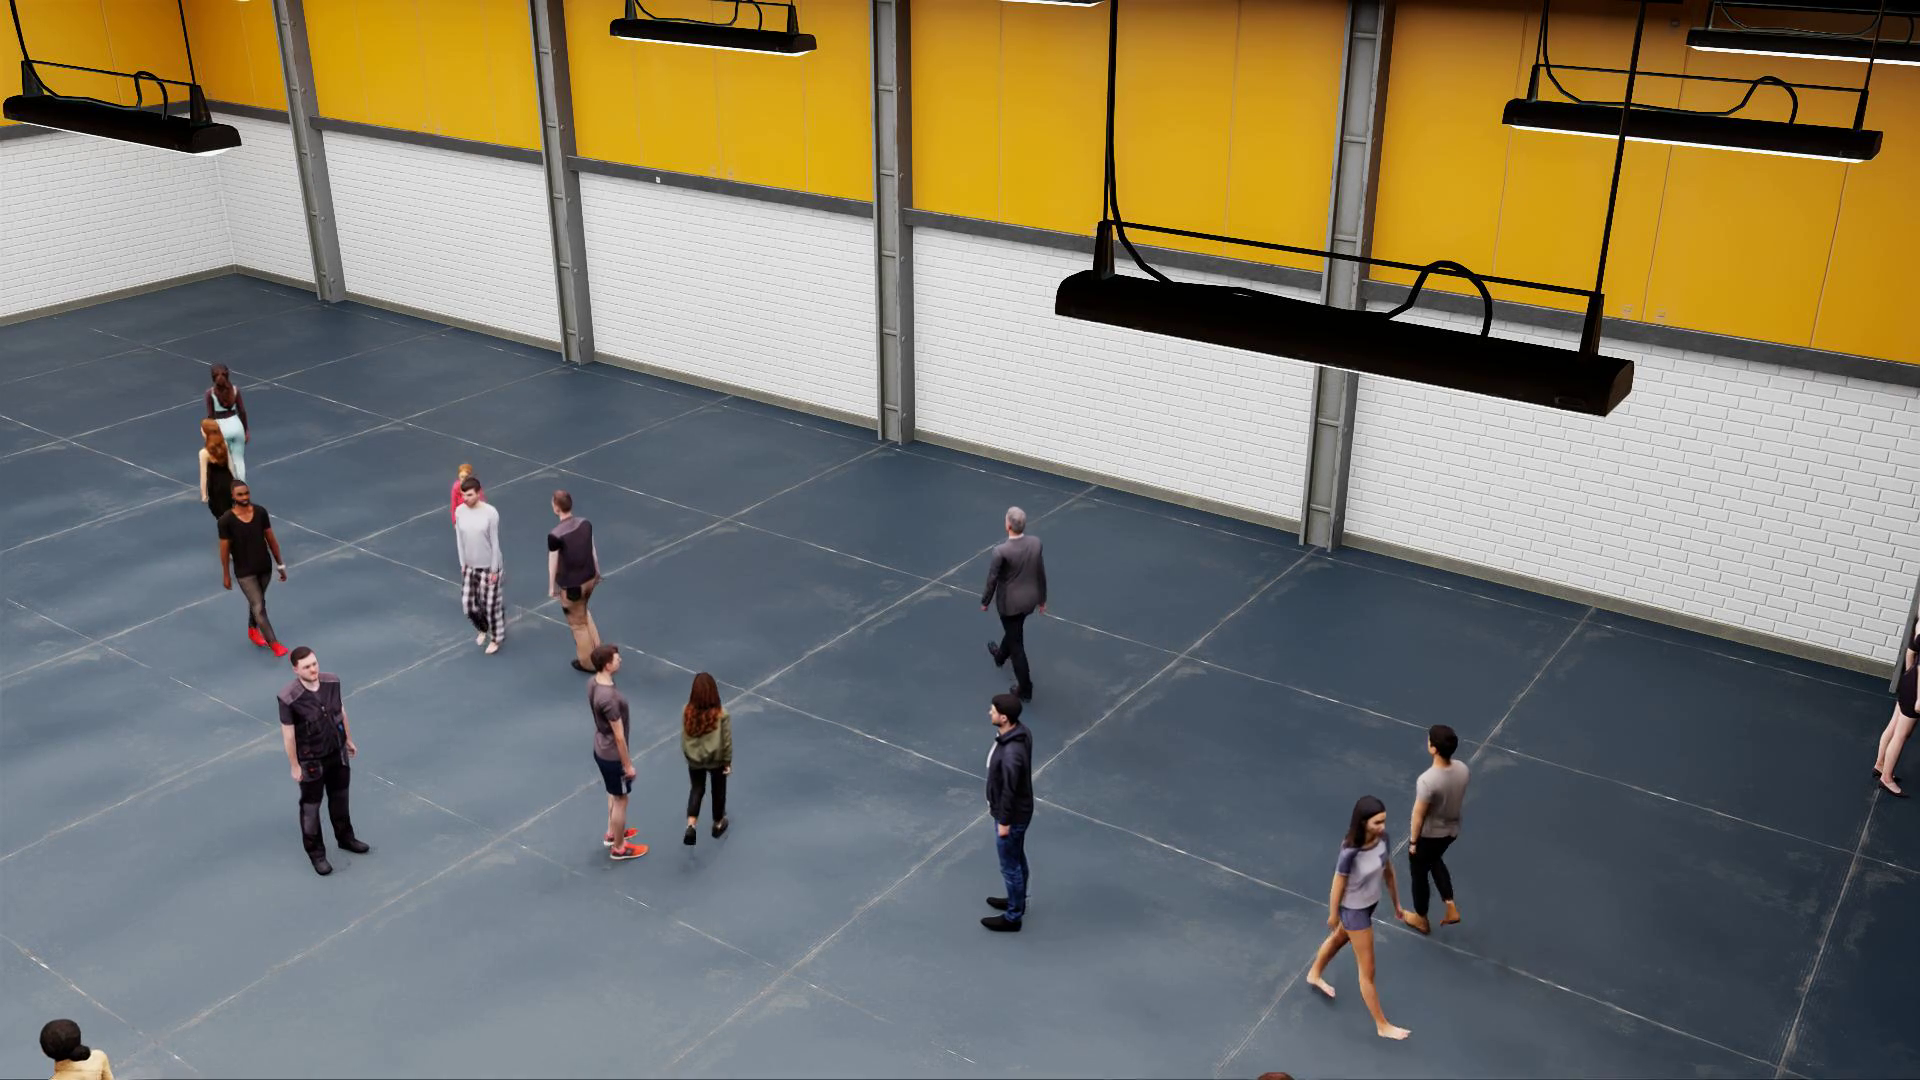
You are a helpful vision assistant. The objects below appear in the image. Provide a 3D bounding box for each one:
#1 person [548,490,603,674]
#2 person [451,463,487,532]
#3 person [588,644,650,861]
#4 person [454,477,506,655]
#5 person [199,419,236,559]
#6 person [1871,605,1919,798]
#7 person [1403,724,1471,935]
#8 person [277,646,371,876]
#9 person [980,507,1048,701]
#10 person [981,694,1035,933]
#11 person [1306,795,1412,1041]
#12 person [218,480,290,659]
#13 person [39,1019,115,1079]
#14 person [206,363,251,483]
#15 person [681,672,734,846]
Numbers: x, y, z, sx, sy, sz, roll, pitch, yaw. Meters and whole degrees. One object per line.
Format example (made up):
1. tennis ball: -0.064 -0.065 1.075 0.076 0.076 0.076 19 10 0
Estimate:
1. person: -3.549 0.417 15.680 0.660 1.819 0.702 14 27 28
2. person: -5.233 -0.222 17.777 0.656 1.311 0.715 -4 24 -10
3. person: -2.692 1.652 12.812 0.794 1.854 0.677 -11 26 -24
4. person: -4.595 0.204 16.147 0.758 1.835 0.826 4 24 9
5. person: -7.984 -0.544 18.128 0.707 1.618 0.674 7 25 15
6. person: 7.899 1.243 13.777 0.594 1.829 0.636 8 25 17
7. person: 3.461 2.120 11.921 0.780 1.709 0.846 -11 26 -24
8. person: -4.937 1.652 12.821 0.556 1.845 0.695 16 28 32
9. person: 0.564 0.610 15.265 1.031 1.796 1.285 -15 27 -30
10. person: 0.386 1.962 12.058 0.746 1.889 0.761 4 24 9
11. person: 2.611 2.447 11.209 0.771 1.680 1.168 -20 31 -38
12. person: -6.890 0.260 16.106 1.165 1.765 0.757 19 30 37
13. person: -4.746 3.366 9.182 1.177 1.620 0.830 7 25 16
14. person: -8.592 -1.230 19.572 0.689 1.720 0.701 -13 27 -28
15. person: -2.013 1.755 13.063 0.848 1.462 0.843 4 24 8
